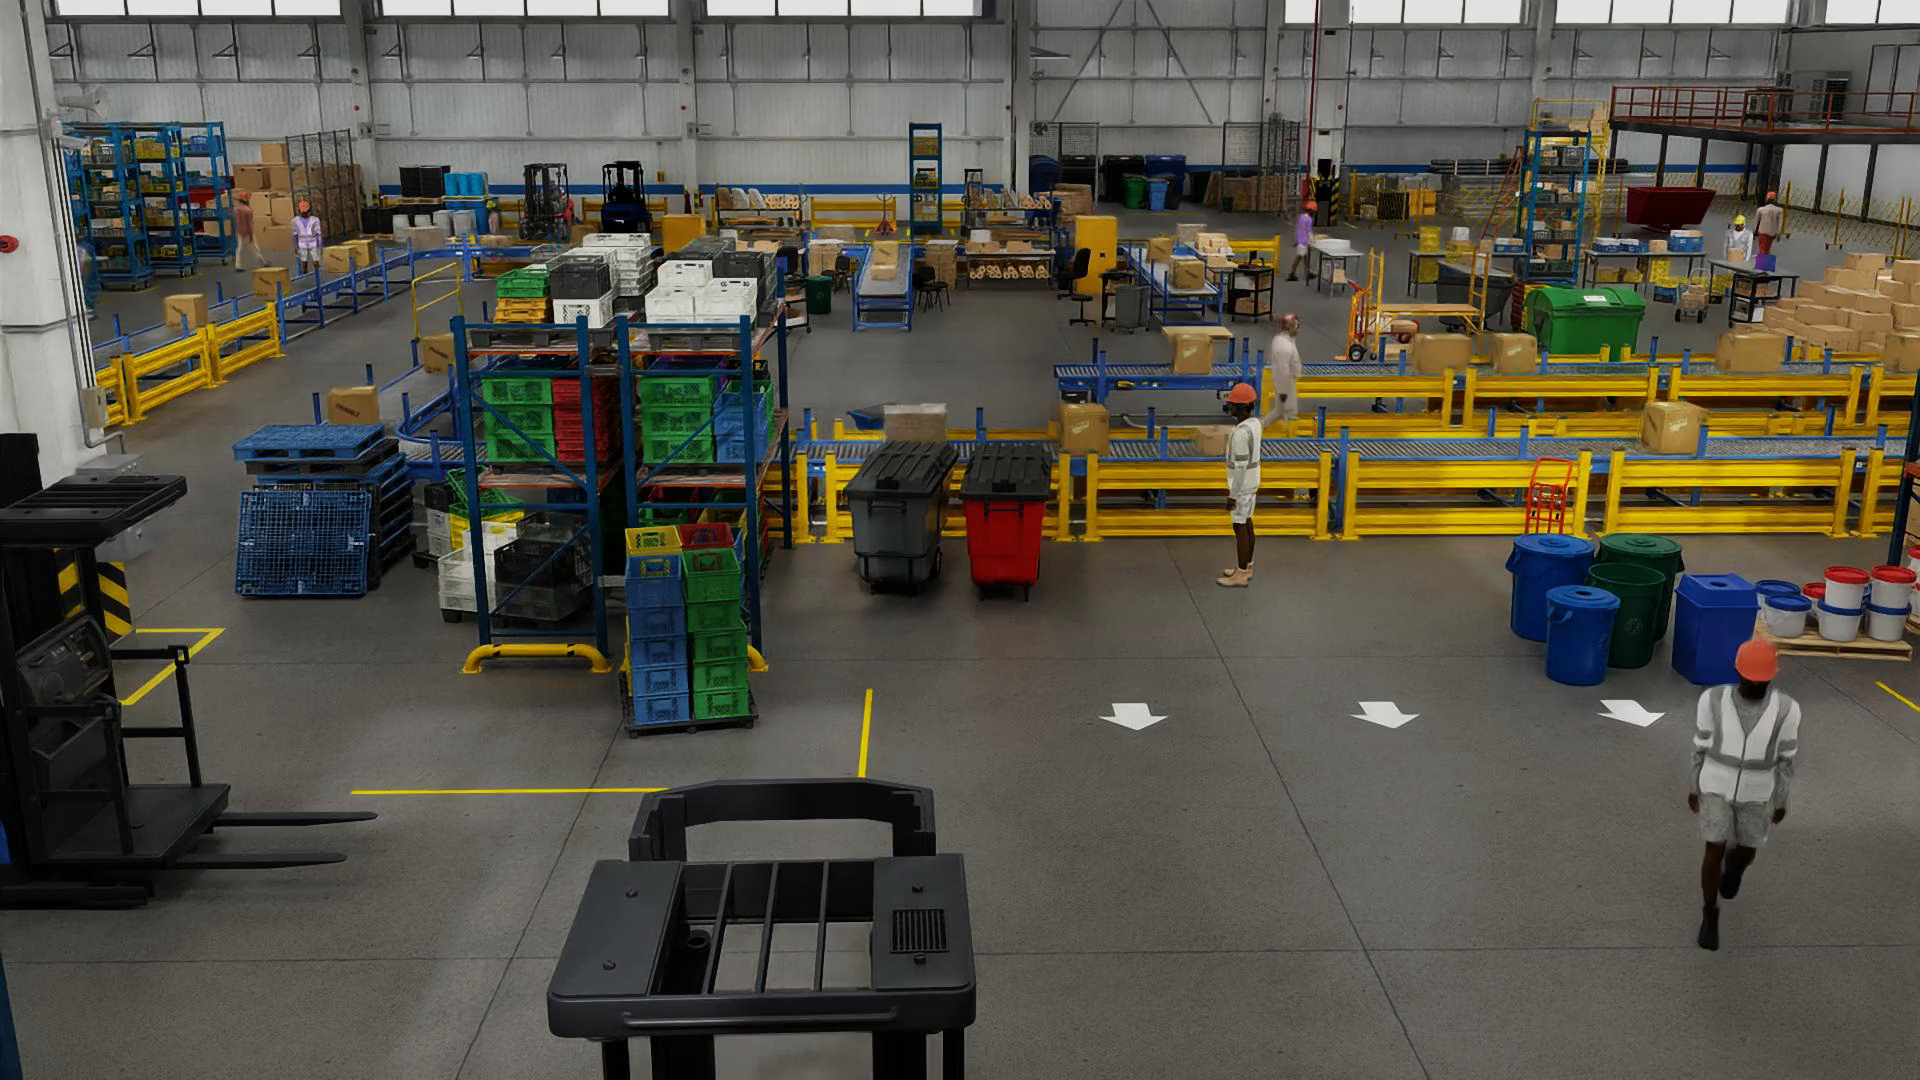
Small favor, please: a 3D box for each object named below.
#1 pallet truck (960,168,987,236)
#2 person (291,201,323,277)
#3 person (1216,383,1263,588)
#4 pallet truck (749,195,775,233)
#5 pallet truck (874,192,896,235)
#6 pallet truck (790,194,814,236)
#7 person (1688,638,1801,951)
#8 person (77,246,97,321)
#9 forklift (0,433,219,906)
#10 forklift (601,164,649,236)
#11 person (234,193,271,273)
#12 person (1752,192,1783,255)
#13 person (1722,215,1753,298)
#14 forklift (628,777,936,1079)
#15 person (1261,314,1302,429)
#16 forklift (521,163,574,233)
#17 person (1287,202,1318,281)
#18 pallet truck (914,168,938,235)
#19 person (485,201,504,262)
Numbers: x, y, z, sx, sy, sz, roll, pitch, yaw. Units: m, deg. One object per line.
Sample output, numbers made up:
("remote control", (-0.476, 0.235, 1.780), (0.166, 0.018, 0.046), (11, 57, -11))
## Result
("pallet truck", (0.383, -10.230, 50.206), (0.823, 1.965, 1.885), (-1, 16, -3))
("person", (-14.856, -6.700, 37.899), (0.621, 2.030, 0.445), (-4, 17, -14))
("person", (2.763, -0.537, 16.433), (0.379, 2.045, 0.605), (7, 17, 23))
("pallet truck", (-6.051, -9.967, 50.660), (0.680, 1.201, 1.601), (0, 16, -1))
("pallet truck", (-2.277, -9.986, 50.594), (0.653, 1.274, 1.630), (0, 16, -1))
("pallet truck", (-4.814, -9.883, 50.259), (0.704, 1.261, 1.522), (-1, 16, -3))
("person", (4.602, 1.432, 9.832), (0.550, 1.913, 0.669), (7, 17, 23))
("person", (-17.648, -5.230, 33.186), (0.571, 1.805, 0.946), (0, 16, -1))
("forklift", (-5.952, 0.780, 10.366), (1.873, 2.768, 1.129), (0, 16, -1))
("forklift", (-9.948, -10.127, 49.296), (1.157, 1.987, 2.680), (-1, 16, -3))
("person", (-17.703, -7.633, 41.292), (0.629, 1.935, 1.043), (6, 17, 19))
("person", (20.062, -7.658, 41.364), (0.630, 1.951, 1.009), (4, 17, 15))
("person", (17.078, -6.221, 36.590), (0.595, 1.824, 0.404), (15, 22, 42))
("forklift", (-0.542, 2.165, 5.552), (1.129, 2.768, 1.873), (-1, 16, -2))
("person", (4.246, -2.069, 22.041), (0.712, 1.884, 0.653), (0, 16, 1))
("forklift", (-12.233, -10.122, 49.298), (1.157, 1.987, 2.680), (0, 16, -1))
("person", (8.232, -7.079, 39.462), (0.934, 1.875, 0.585), (-2, 16, -7))
("pallet truck", (-0.989, -10.316, 50.507), (0.823, 1.965, 1.885), (1, 16, 3))
("person", (-11.612, -7.531, 41.251), (0.554, 1.745, 0.555), (-9, 19, -30))
